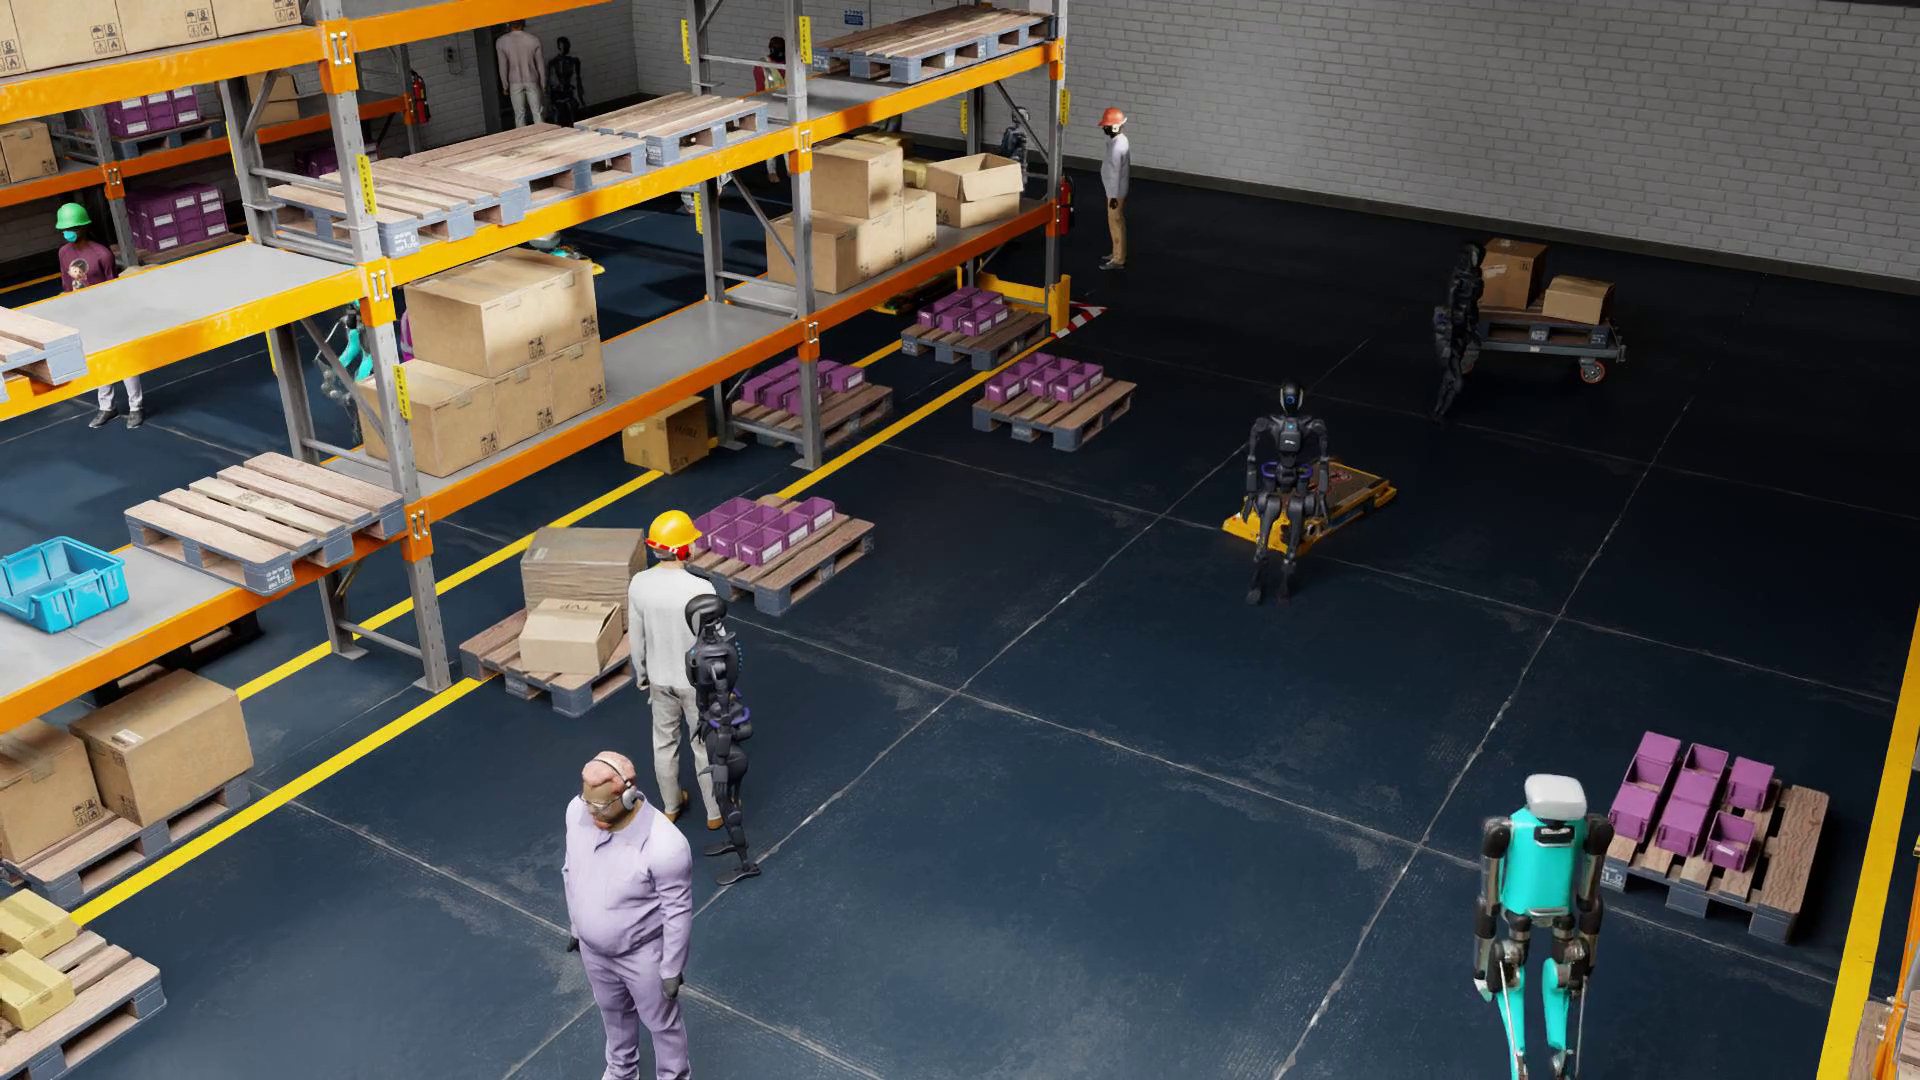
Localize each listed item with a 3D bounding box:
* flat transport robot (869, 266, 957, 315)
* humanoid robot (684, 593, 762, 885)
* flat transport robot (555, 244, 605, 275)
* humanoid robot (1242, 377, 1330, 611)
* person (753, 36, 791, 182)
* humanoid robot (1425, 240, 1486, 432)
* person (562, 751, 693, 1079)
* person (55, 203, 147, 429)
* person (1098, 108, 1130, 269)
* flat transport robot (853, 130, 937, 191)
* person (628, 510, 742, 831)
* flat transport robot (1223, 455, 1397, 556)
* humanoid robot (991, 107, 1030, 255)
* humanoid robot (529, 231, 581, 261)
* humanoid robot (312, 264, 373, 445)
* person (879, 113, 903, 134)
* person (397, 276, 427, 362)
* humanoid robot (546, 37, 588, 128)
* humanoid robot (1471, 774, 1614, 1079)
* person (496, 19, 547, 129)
[{"bbox_3d":[-0.537,-2.682,17.483,0.659,0.231,1.431,16,31,29],"label":"flat transport robot"},{"bbox_3d":[-1.254,1.018,8.626,0.324,1.654,0.589,-10,29,-19],"label":"humanoid robot"},{"bbox_3d":[-4.628,-2.894,17.901,1.431,0.231,0.659,-20,33,-34],"label":"flat transport robot"},{"bbox_3d":[2.217,-0.306,11.241,0.590,1.655,0.340,3,27,6],"label":"humanoid robot"},{"bbox_3d":[-2.320,-5.539,21.390,0.631,1.836,0.430,-17,32,-31],"label":"person"},{"bbox_3d":[4.215,-1.741,14.079,0.416,1.646,0.602,20,33,35],"label":"humanoid robot"},{"bbox_3d":[-1.416,1.708,7.027,0.640,1.905,0.414,15,30,27],"label":"person"},{"bbox_3d":[-7.292,-1.903,14.092,0.490,1.952,0.420,2,27,5],"label":"person"},{"bbox_3d":[1.662,-3.837,18.139,0.371,1.739,0.575,4,27,8],"label":"person"},{"bbox_3d":[-0.886,-3.928,19.939,1.431,0.231,0.659,22,34,36],"label":"flat transport robot"},{"bbox_3d":[-1.502,0.719,8.990,0.569,1.893,0.375,8,28,15],"label":"person"},{"bbox_3d":[2.698,-0.278,12.745,0.659,0.231,1.431,23,35,37],"label":"flat transport robot"},{"bbox_3d":[0.552,-4.012,18.560,0.497,1.630,0.616,-12,29,-22],"label":"humanoid robot"},{"bbox_3d":[-3.416,-1.576,13.775,0.545,1.873,0.817,4,27,8],"label":"humanoid robot"},{"bbox_3d":[-5.121,-1.590,13.838,0.716,1.903,0.540,-23,35,-37],"label":"humanoid robot"},{"bbox_3d":[-0.882,-5.334,21.198,0.283,1.633,0.497,10,29,20],"label":"person"},{"bbox_3d":[-4.210,-1.332,13.077,0.337,1.847,0.512,-4,27,-7],"label":"person"},{"bbox_3d":[-5.320,-5.902,22.276,0.397,1.650,0.622,24,35,38],"label":"humanoid robot"},{"bbox_3d":[2.426,1.892,6.881,0.530,1.803,0.746,-1,27,-3],"label":"humanoid robot"},{"bbox_3d":[-5.897,-6.167,22.514,0.626,1.934,0.372,-6,28,-12],"label":"person"}]
